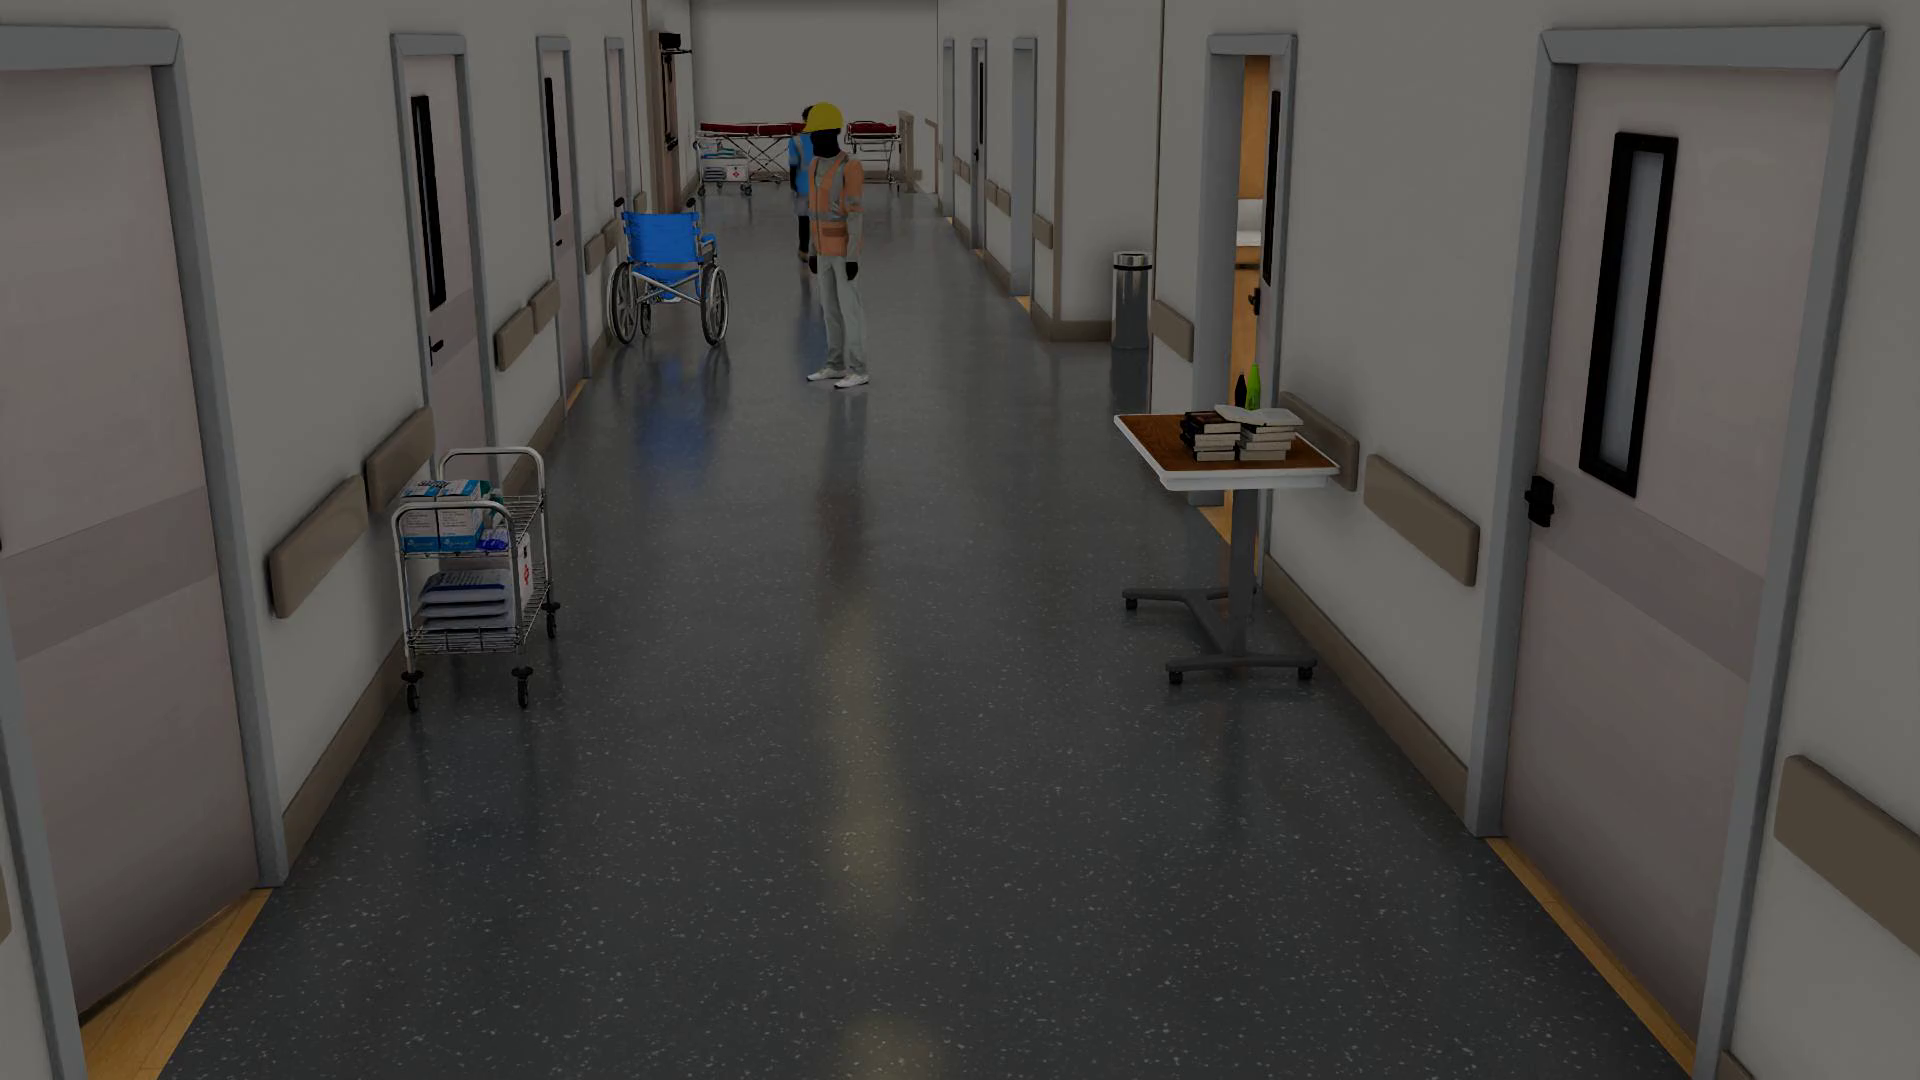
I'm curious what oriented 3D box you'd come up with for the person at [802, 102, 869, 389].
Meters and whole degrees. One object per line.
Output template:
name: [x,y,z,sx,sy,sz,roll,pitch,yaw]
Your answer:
person: [-0.869,-1.998,11.349,0.408,1.917,0.584,-12,21,-36]
